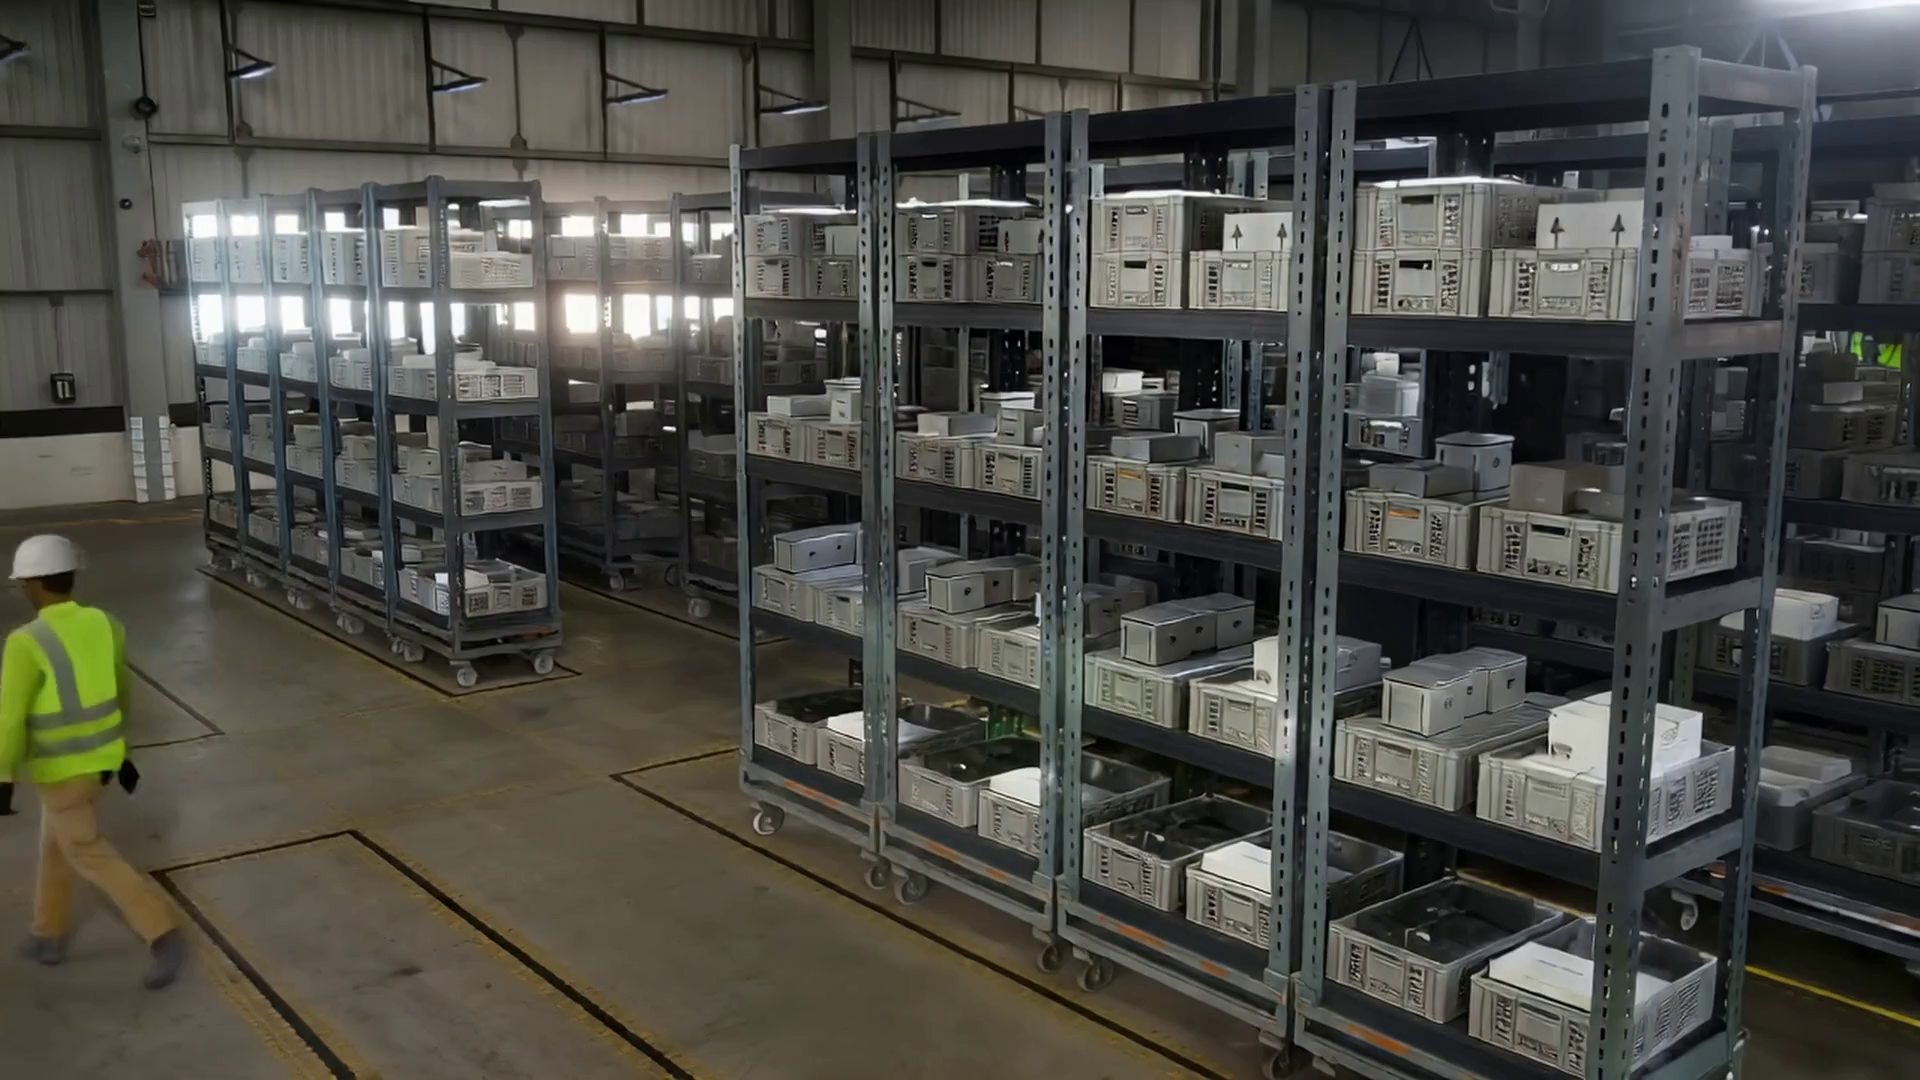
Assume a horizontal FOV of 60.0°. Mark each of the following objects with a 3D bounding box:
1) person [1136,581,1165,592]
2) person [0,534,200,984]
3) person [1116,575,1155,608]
[{"bbox_3d":[1.774,-0.401,15.233,0.414,1.808,0.600,-6,11,-32],"label":"person"},{"bbox_3d":[-3.673,0.917,7.002,0.971,1.904,0.600,1,9,7],"label":"person"},{"bbox_3d":[1.421,-0.112,12.920,0.376,1.995,0.612,9,13,42],"label":"person"}]
